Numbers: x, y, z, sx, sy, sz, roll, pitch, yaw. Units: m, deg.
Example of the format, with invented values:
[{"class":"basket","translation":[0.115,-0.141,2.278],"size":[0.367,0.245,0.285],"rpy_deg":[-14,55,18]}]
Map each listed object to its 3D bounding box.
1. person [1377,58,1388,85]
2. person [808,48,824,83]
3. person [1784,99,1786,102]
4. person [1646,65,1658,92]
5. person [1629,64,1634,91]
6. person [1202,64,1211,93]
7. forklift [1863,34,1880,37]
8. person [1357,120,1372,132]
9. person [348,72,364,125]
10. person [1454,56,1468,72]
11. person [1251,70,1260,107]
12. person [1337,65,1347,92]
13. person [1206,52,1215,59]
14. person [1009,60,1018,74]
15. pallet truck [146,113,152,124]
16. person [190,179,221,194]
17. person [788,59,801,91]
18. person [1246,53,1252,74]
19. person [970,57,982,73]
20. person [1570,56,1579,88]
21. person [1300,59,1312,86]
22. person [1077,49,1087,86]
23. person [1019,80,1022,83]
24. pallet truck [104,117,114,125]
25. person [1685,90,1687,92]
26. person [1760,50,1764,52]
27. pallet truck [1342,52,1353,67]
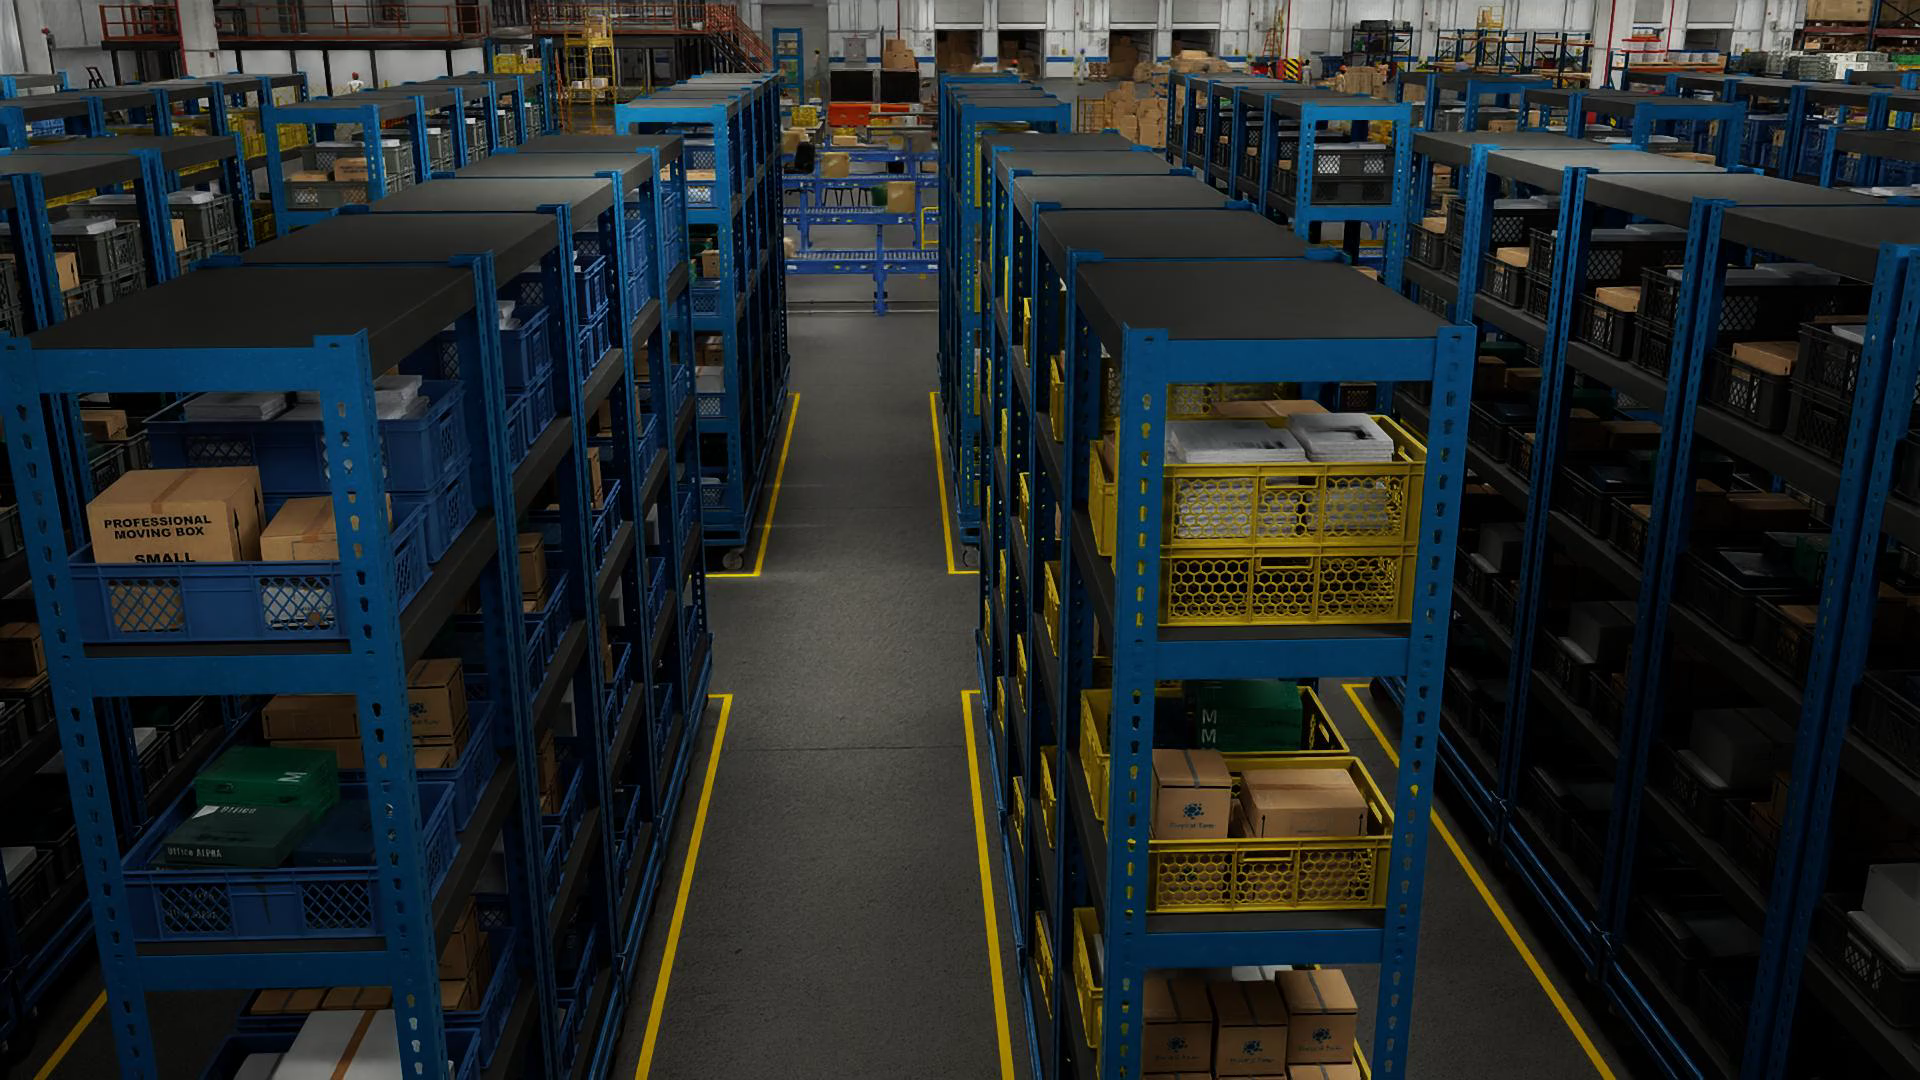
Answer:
[{"class":"person","translation":[20.775,-22.817,81.759],"size":[0.536,1.699,0.322],"rpy_deg":[0,18,0]},{"class":"person","translation":[-8.074,-26.586,93.120],"size":[0.885,1.895,0.589],"rpy_deg":[-3,18,-9]},{"class":"person","translation":[32.614,-17.761,65.843],"size":[0.333,1.873,0.520],"rpy_deg":[-9,20,-26]},{"class":"person","translation":[28.728,-18.786,69.065],"size":[1.081,1.842,0.618],"rpy_deg":[-7,19,-21]},{"class":"person","translation":[30.695,-21.076,76.049],"size":[0.658,1.894,0.990],"rpy_deg":[-14,23,-38]},{"class":"person","translation":[9.711,-17.747,65.525],"size":[0.978,2.000,0.693],"rpy_deg":[1,18,3]},{"class":"forklift","translation":[44.123,-23.231,81.154],"size":[1.129,2.768,1.873],"rpy_deg":[-1,18,-2]},{"class":"person","translation":[11.627,-11.938,48.030],"size":[0.528,1.752,0.598],"rpy_deg":[1,18,3]},{"class":"person","translation":[-21.902,-16.035,60.483],"size":[0.576,1.883,0.355],"rpy_deg":[-1,18,-4]},{"class":"person","translation":[24.006,-22.272,79.817],"size":[0.619,1.858,0.975],"rpy_deg":[7,19,21]},{"class":"person","translation":[10.556,-15.767,59.472],"size":[0.375,1.995,0.611],"rpy_deg":[-12,21,-32]},{"class":"person","translation":[15.032,-17.717,65.591],"size":[0.350,1.942,0.545],"rpy_deg":[5,19,15]},{"class":"person","translation":[13.091,-24.739,87.518],"size":[0.634,1.829,0.436],"rpy_deg":[9,20,25]},{"class":"person","translation":[2.464,-20.111,73.075],"size":[0.945,1.894,0.555],"rpy_deg":[-10,21,-29]},{"class":"pallet truck","translation":[-18.087,-8.309,36.390],"size":[1.885,1.965,0.823],"rpy_deg":[-1,18,-4]},{"class":"person","translation":[-11.834,-5.036,26.434],"size":[0.657,1.885,0.594],"rpy_deg":[-16,24,-41]},{"class":"person","translation":[-8.406,-23.786,84.614],"size":[0.698,1.809,0.431],"rpy_deg":[7,19,21]},{"class":"person","translation":[15.724,-25.628,90.454],"size":[0.480,1.701,0.597],"rpy_deg":[-2,18,-6]},{"class":"person","translation":[0.750,-21.060,75.980],"size":[0.638,1.923,0.467],"rpy_deg":[15,23,39]},{"class":"person","translation":[29.955,-22.616,80.938],"size":[0.655,1.827,0.535],"rpy_deg":[0,18,0]},{"class":"person","translation":[15.646,-20.785,75.226],"size":[0.503,1.861,0.328],"rpy_deg":[7,19,20]},{"class":"person","translation":[6.648,-25.391,89.354],"size":[0.741,1.924,0.643],"rpy_deg":[10,21,29]},{"class":"person","translation":[1.872,-13.180,51.425],"size":[0.414,2.030,0.612],"rpy_deg":[-13,22,-36]},{"class":"pallet truck","translation":[-18.367,-7.885,35.078],"size":[1.885,1.965,0.823],"rpy_deg":[1,18,2]},{"class":"person","translation":[25.278,-15.331,58.174],"size":[0.609,1.960,0.371],"rpy_deg":[1,18,4]},{"class":"person","translation":[41.793,-24.613,86.937],"size":[0.546,1.939,0.375],"rpy_deg":[-8,20,-24]},{"class":"pallet truck","translation":[18.794,-23.123,82.231],"size":[0.823,1.965,1.885],"rpy_deg":[-13,22,-35]}]
